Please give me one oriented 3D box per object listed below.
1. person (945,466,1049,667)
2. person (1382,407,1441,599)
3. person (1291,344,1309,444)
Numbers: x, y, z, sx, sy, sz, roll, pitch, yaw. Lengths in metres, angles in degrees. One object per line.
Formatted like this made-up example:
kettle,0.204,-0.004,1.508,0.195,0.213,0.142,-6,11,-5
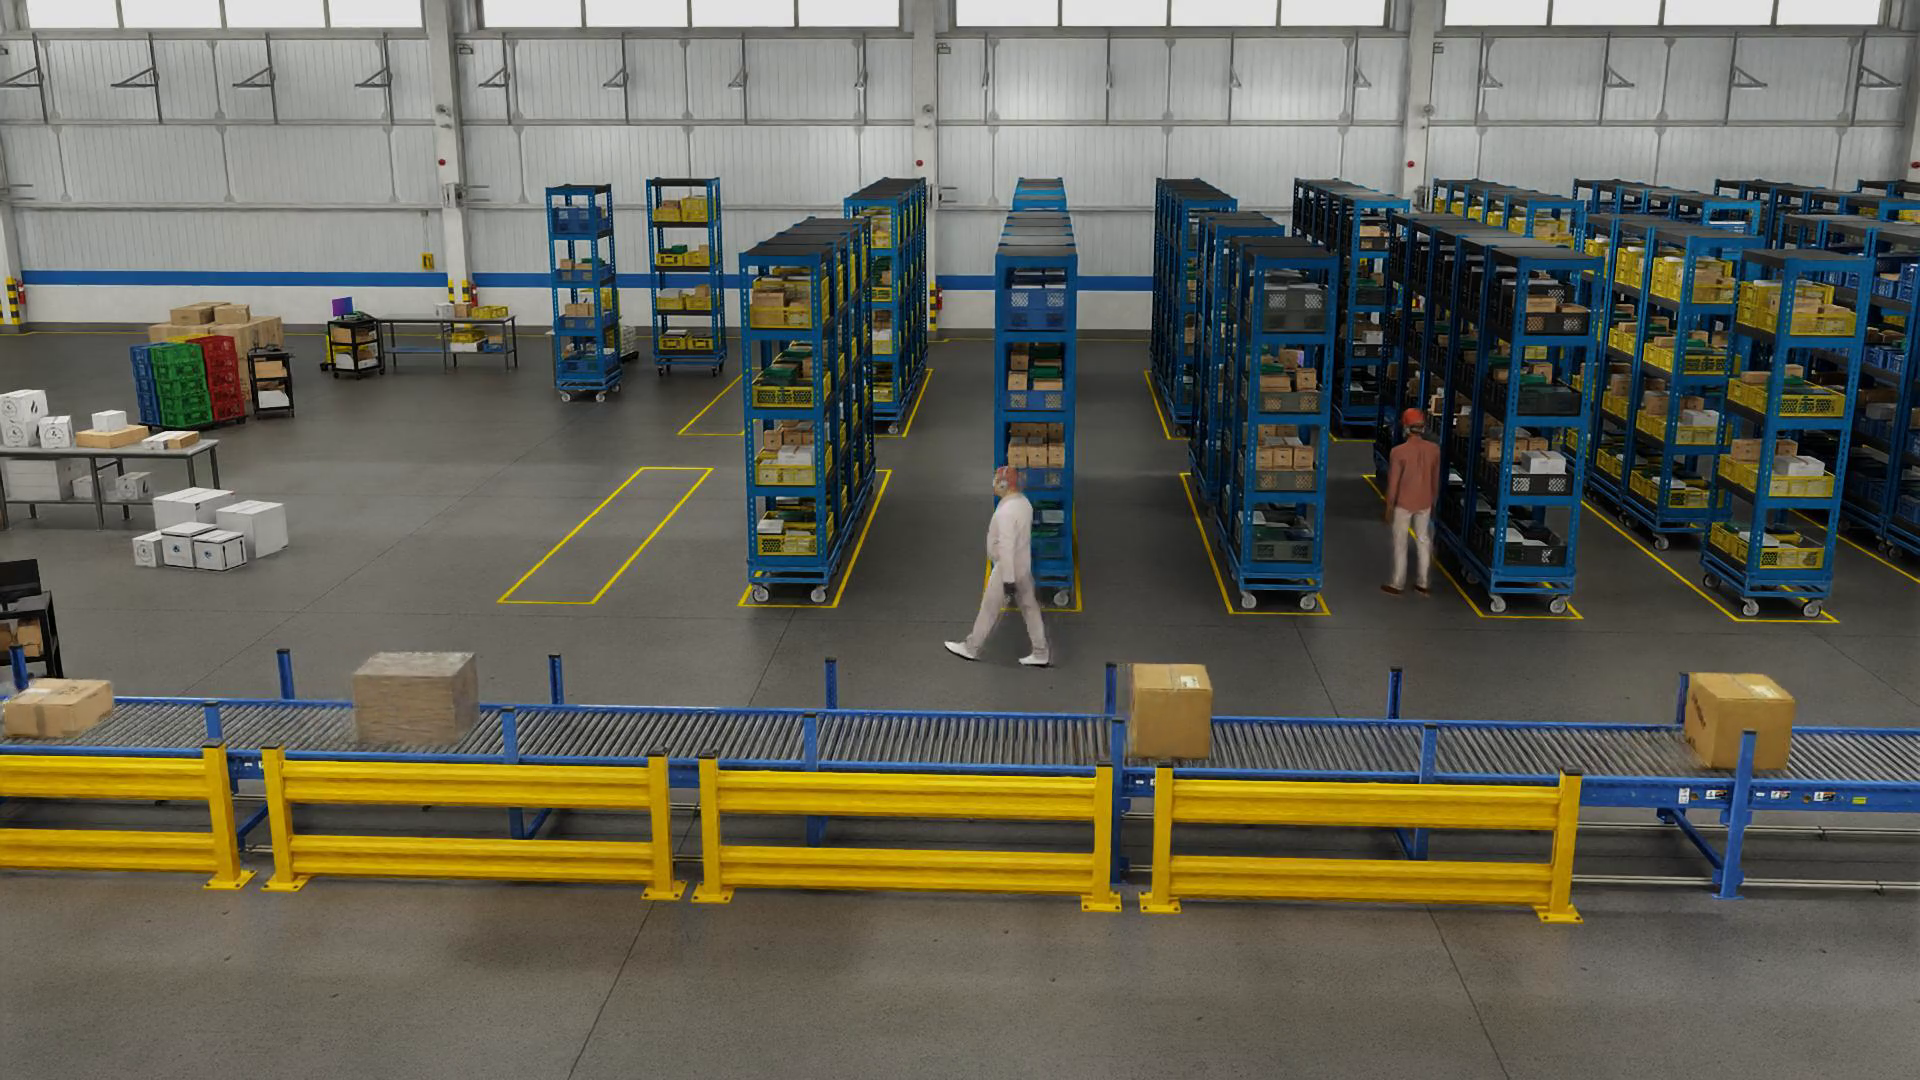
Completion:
person,0.391,0.239,15.140,1.008,1.849,0.663,6,16,23
person,4.657,-0.387,17.197,0.622,1.992,0.396,-6,16,-20
person,4.757,-2.030,23.584,0.565,1.841,0.396,-8,17,-28
